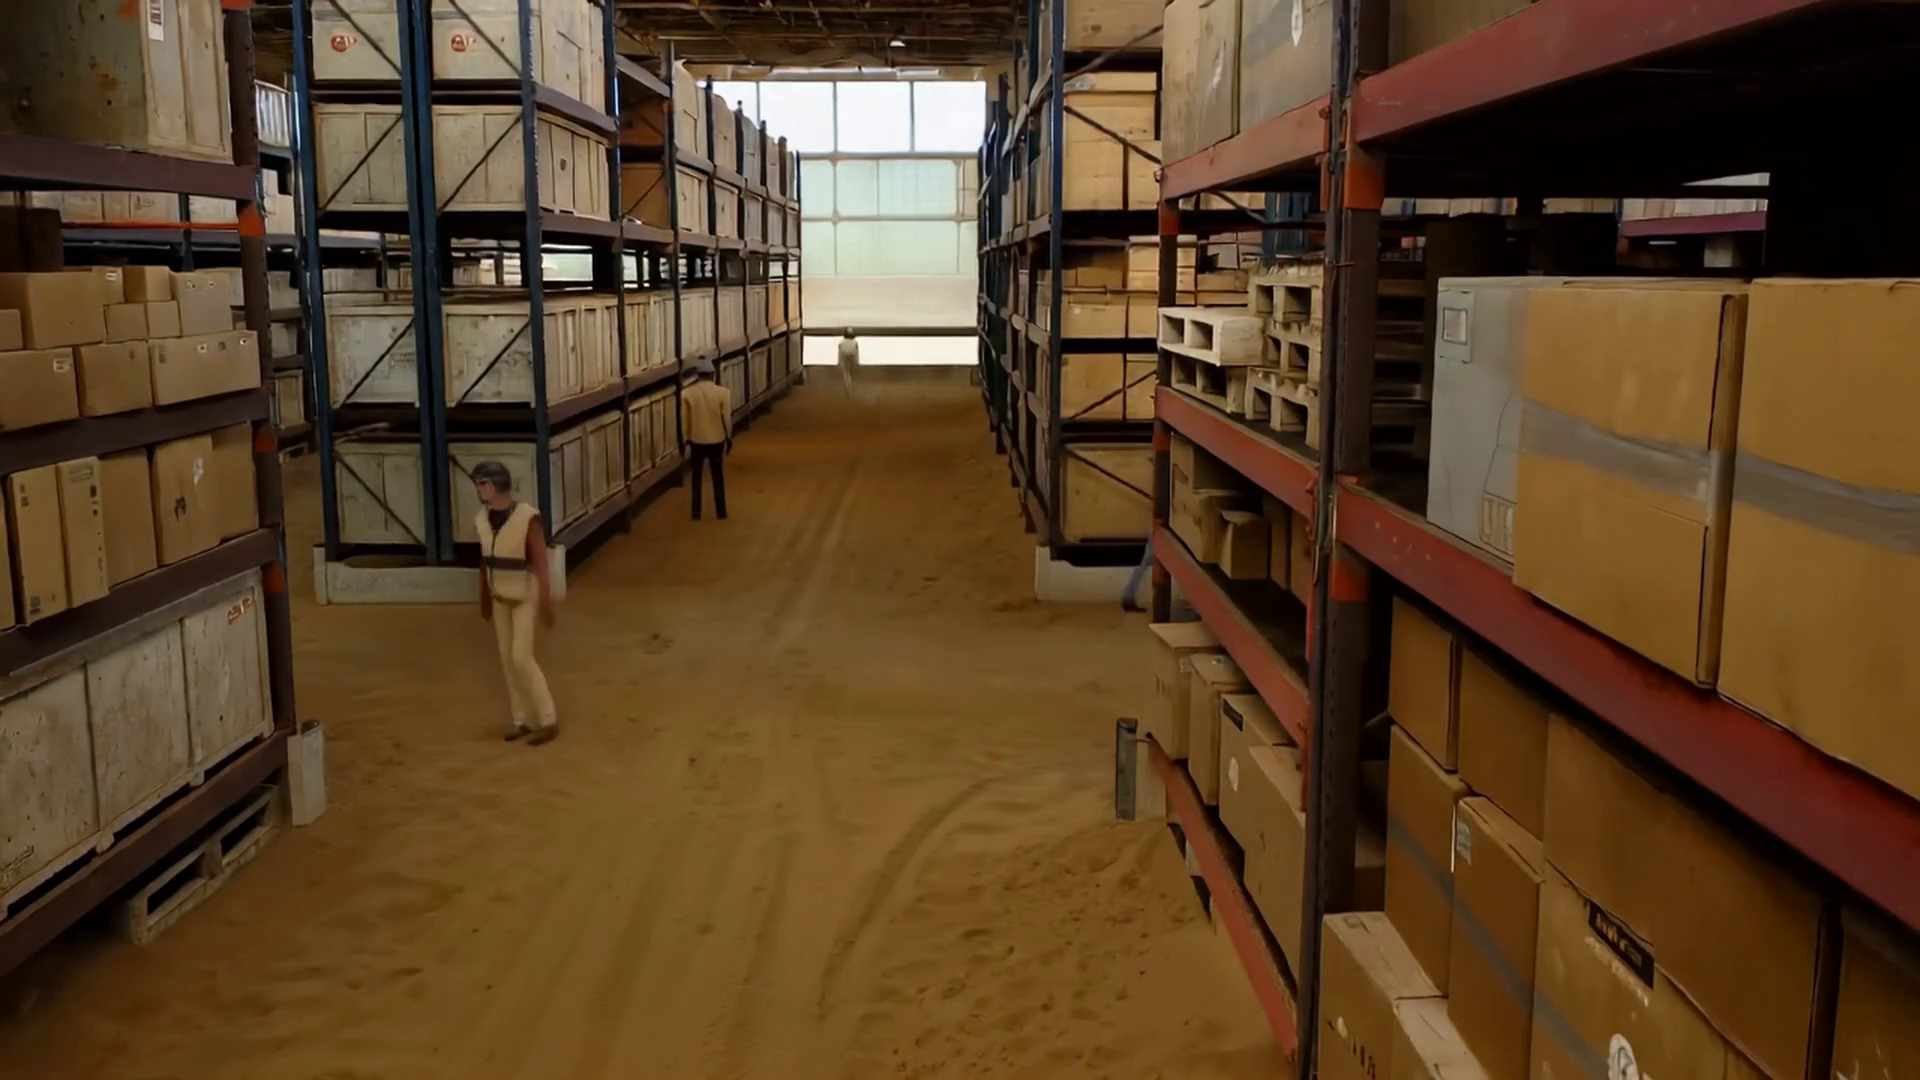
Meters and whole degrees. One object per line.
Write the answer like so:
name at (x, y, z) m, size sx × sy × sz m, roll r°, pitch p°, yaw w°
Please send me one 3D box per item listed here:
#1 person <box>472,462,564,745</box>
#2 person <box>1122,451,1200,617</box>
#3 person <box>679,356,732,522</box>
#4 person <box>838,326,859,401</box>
person at (-2.842, 0.402, 10.682) m, size 0.645 × 1.814 × 0.446 m, roll 6°, pitch 11°, yaw 34°
person at (1.825, -0.113, 14.489) m, size 0.871 × 1.578 × 0.524 m, roll 0°, pitch 9°, yaw 2°
person at (-3.053, -1.209, 19.986) m, size 0.622 × 1.990 × 0.396 m, roll -1°, pitch 9°, yaw -8°
person at (-2.560, -4.067, 38.366) m, size 0.493 × 1.717 × 0.805 m, roll -1°, pitch 9°, yaw -8°
